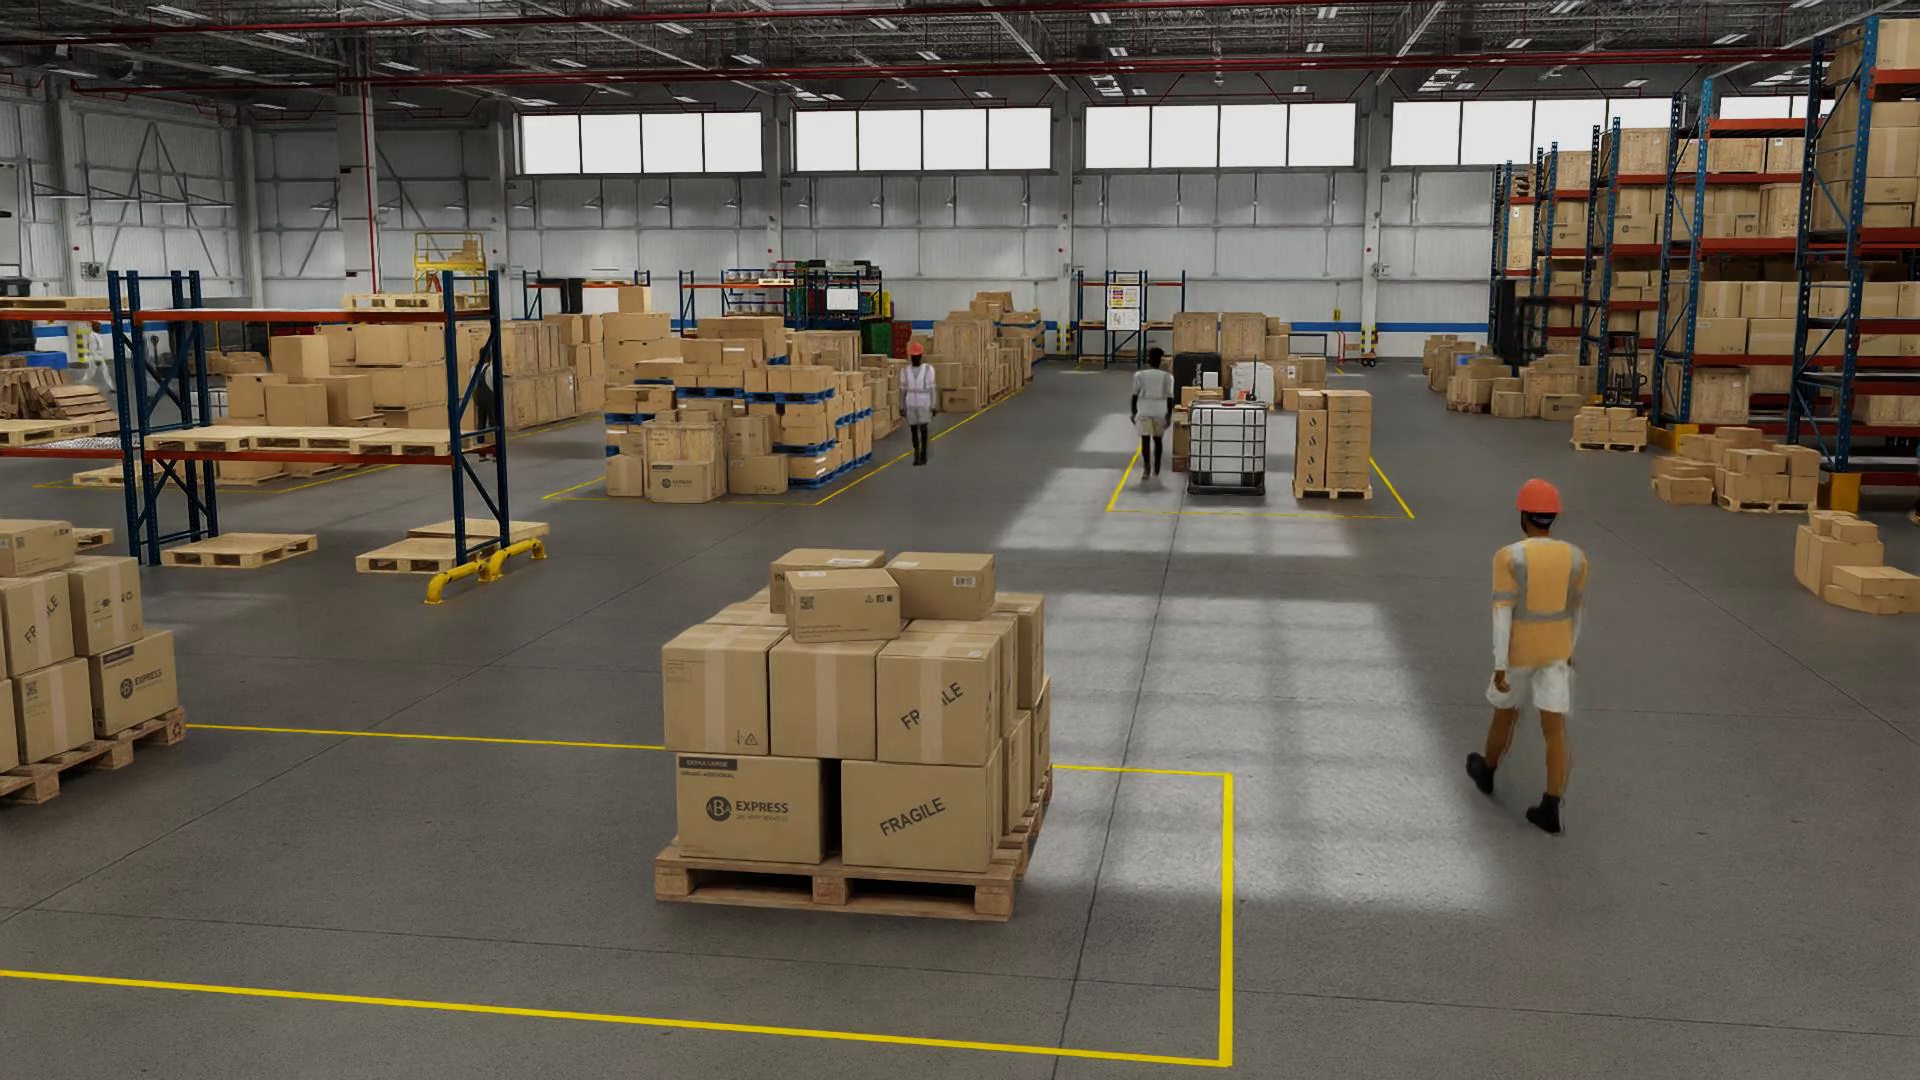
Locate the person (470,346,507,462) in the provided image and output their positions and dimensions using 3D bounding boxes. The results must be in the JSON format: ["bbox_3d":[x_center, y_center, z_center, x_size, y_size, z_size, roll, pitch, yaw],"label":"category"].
[{"bbox_3d":[-7.486,-2.147,26.358,0.506,1.840,0.343,3,10,16],"label":"person"}]

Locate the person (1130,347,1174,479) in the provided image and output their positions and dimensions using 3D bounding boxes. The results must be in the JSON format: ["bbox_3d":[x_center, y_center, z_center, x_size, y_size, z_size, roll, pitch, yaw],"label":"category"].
[{"bbox_3d":[2.816,-1.860,24.329,0.615,1.933,0.935,0,9,3],"label":"person"}]

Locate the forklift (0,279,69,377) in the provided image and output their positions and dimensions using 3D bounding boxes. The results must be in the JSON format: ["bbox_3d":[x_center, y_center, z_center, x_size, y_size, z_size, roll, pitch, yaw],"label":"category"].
[{"bbox_3d":[-22.375,-4.792,39.470,1.873,2.768,1.129,1,9,9],"label":"forklift"}]

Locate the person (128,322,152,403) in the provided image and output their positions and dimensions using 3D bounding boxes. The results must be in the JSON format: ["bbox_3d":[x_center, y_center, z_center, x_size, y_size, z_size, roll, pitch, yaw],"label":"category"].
[{"bbox_3d":[-18.643,-4.034,37.770,0.483,1.921,0.630,-7,12,-37],"label":"person"}]

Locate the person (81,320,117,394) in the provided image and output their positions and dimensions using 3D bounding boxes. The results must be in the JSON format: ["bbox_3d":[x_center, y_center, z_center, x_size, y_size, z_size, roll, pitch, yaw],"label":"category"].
[{"bbox_3d":[-21.124,-4.446,40.591,0.995,1.846,0.591,-1,9,-6],"label":"person"}]

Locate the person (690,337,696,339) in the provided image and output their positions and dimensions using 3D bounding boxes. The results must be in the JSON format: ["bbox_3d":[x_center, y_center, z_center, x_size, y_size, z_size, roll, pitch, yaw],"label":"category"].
[{"bbox_3d":[-4.674,-2.661,29.496,0.595,1.852,1.046,2,9,11],"label":"person"}]

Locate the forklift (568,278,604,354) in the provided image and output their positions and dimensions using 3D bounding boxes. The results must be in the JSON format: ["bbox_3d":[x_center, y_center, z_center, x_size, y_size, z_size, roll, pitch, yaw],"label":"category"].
[{"bbox_3d":[-10.414,-5.735,45.284,1.873,2.768,1.129,-3,10,-17],"label":"forklift"}]

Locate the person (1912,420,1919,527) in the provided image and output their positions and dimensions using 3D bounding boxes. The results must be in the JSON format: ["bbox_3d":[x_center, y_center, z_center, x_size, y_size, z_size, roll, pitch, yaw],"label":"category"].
[{"bbox_3d":[11.508,-0.961,19.609,0.709,1.664,0.324,-7,11,-36],"label":"person"}]

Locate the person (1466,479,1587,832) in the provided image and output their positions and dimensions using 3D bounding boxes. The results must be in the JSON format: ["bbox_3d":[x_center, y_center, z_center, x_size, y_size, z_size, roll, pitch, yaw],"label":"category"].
[{"bbox_3d":[3.170,0.598,9.280,0.563,1.879,1.008,-1,9,-5],"label":"person"}]

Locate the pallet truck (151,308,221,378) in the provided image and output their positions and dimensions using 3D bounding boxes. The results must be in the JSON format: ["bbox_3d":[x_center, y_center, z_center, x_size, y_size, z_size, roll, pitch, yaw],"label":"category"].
[{"bbox_3d":[-21.869,-5.598,47.154,0.823,1.965,1.885,4,10,26],"label":"pallet truck"}]

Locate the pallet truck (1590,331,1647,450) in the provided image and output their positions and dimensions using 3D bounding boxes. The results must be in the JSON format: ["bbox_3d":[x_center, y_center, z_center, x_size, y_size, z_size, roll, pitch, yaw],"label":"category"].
[{"bbox_3d":[11.253,-2.573,28.499,0.823,1.965,1.885,5,10,27],"label":"pallet truck"}]

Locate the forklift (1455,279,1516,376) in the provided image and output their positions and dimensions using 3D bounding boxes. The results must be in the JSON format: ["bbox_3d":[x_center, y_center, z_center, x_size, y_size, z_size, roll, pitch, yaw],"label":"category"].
[{"bbox_3d":[12.284,-4.508,37.716,1.873,2.768,1.129,1,9,9],"label":"forklift"}]

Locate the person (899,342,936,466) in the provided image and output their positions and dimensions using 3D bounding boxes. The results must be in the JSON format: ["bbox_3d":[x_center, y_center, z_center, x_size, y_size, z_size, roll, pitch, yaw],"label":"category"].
[{"bbox_3d":[-0.675,-2.092,25.760,0.581,1.918,0.539,2,9,12],"label":"person"}]
